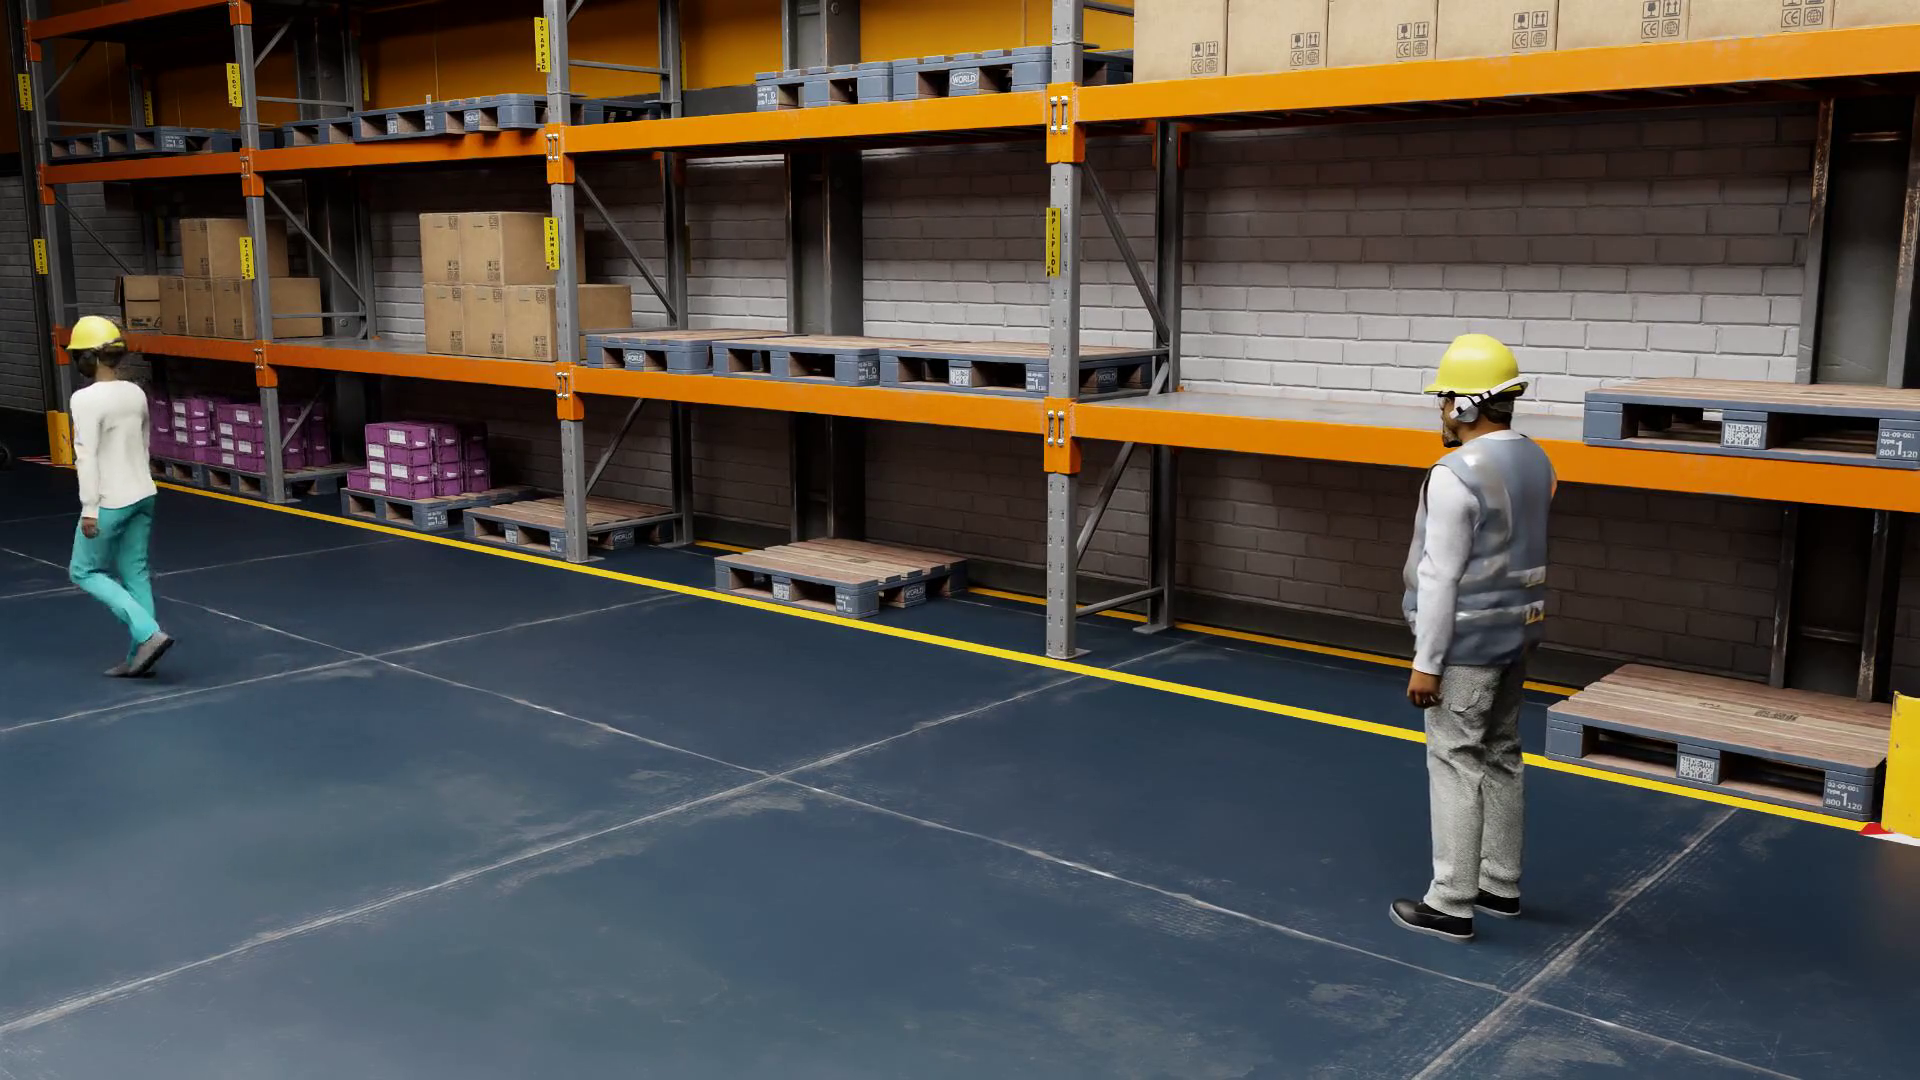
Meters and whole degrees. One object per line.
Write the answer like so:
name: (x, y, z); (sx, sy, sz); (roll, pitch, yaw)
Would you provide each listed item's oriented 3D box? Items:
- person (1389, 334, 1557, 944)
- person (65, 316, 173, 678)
person: (1.544, 0.297, 5.026); (0.404, 1.824, 0.586); (10, 14, 43)
person: (-4.019, -0.185, 7.923); (0.394, 1.751, 0.552); (1, 10, 7)
